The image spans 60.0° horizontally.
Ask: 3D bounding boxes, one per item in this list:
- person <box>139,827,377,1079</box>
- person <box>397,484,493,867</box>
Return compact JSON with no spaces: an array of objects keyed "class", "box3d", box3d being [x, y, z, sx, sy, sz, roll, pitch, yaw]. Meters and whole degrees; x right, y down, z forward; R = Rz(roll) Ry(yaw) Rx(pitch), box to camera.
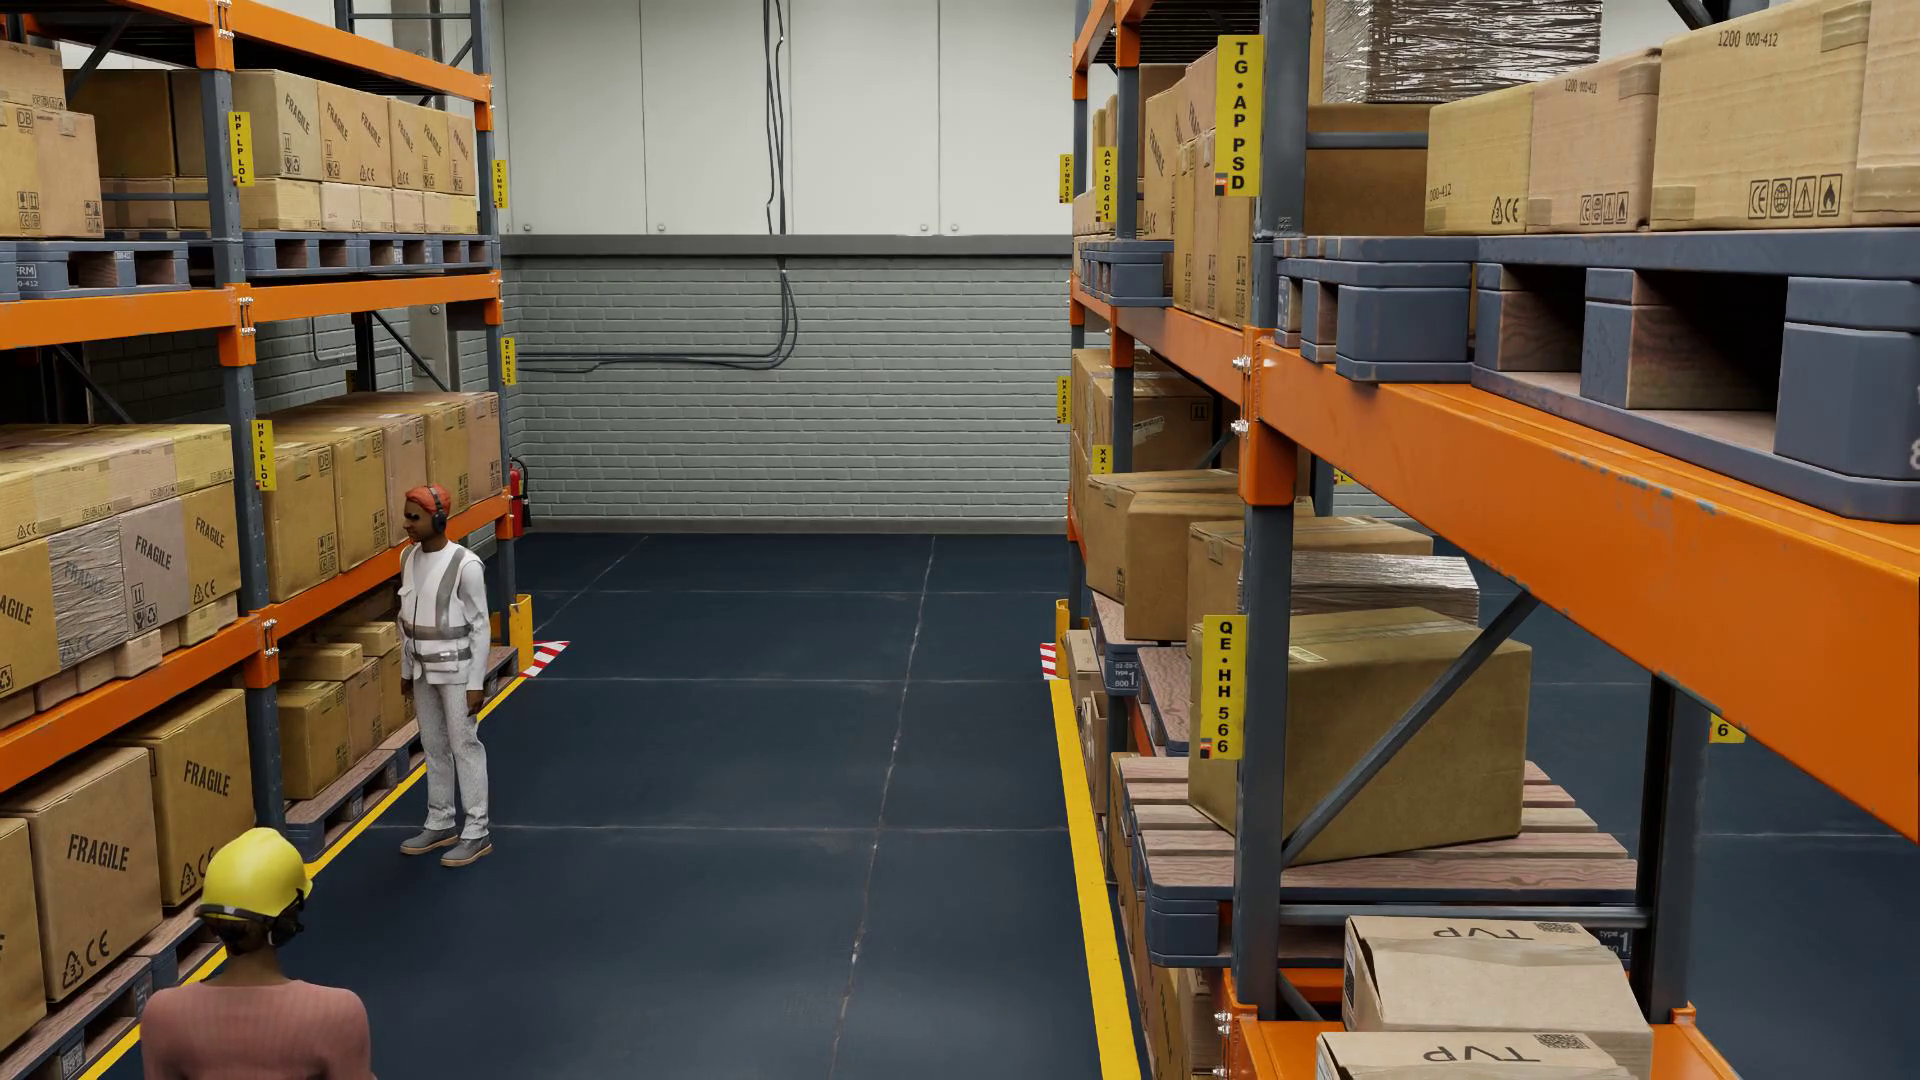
[{"class":"person","box3d":[-1.523,1.504,3.720,0.523,1.769,0.321,0,10,2]},{"class":"person","box3d":[-2.540,0.657,8.161,0.585,1.882,0.337,7,12,34]}]
